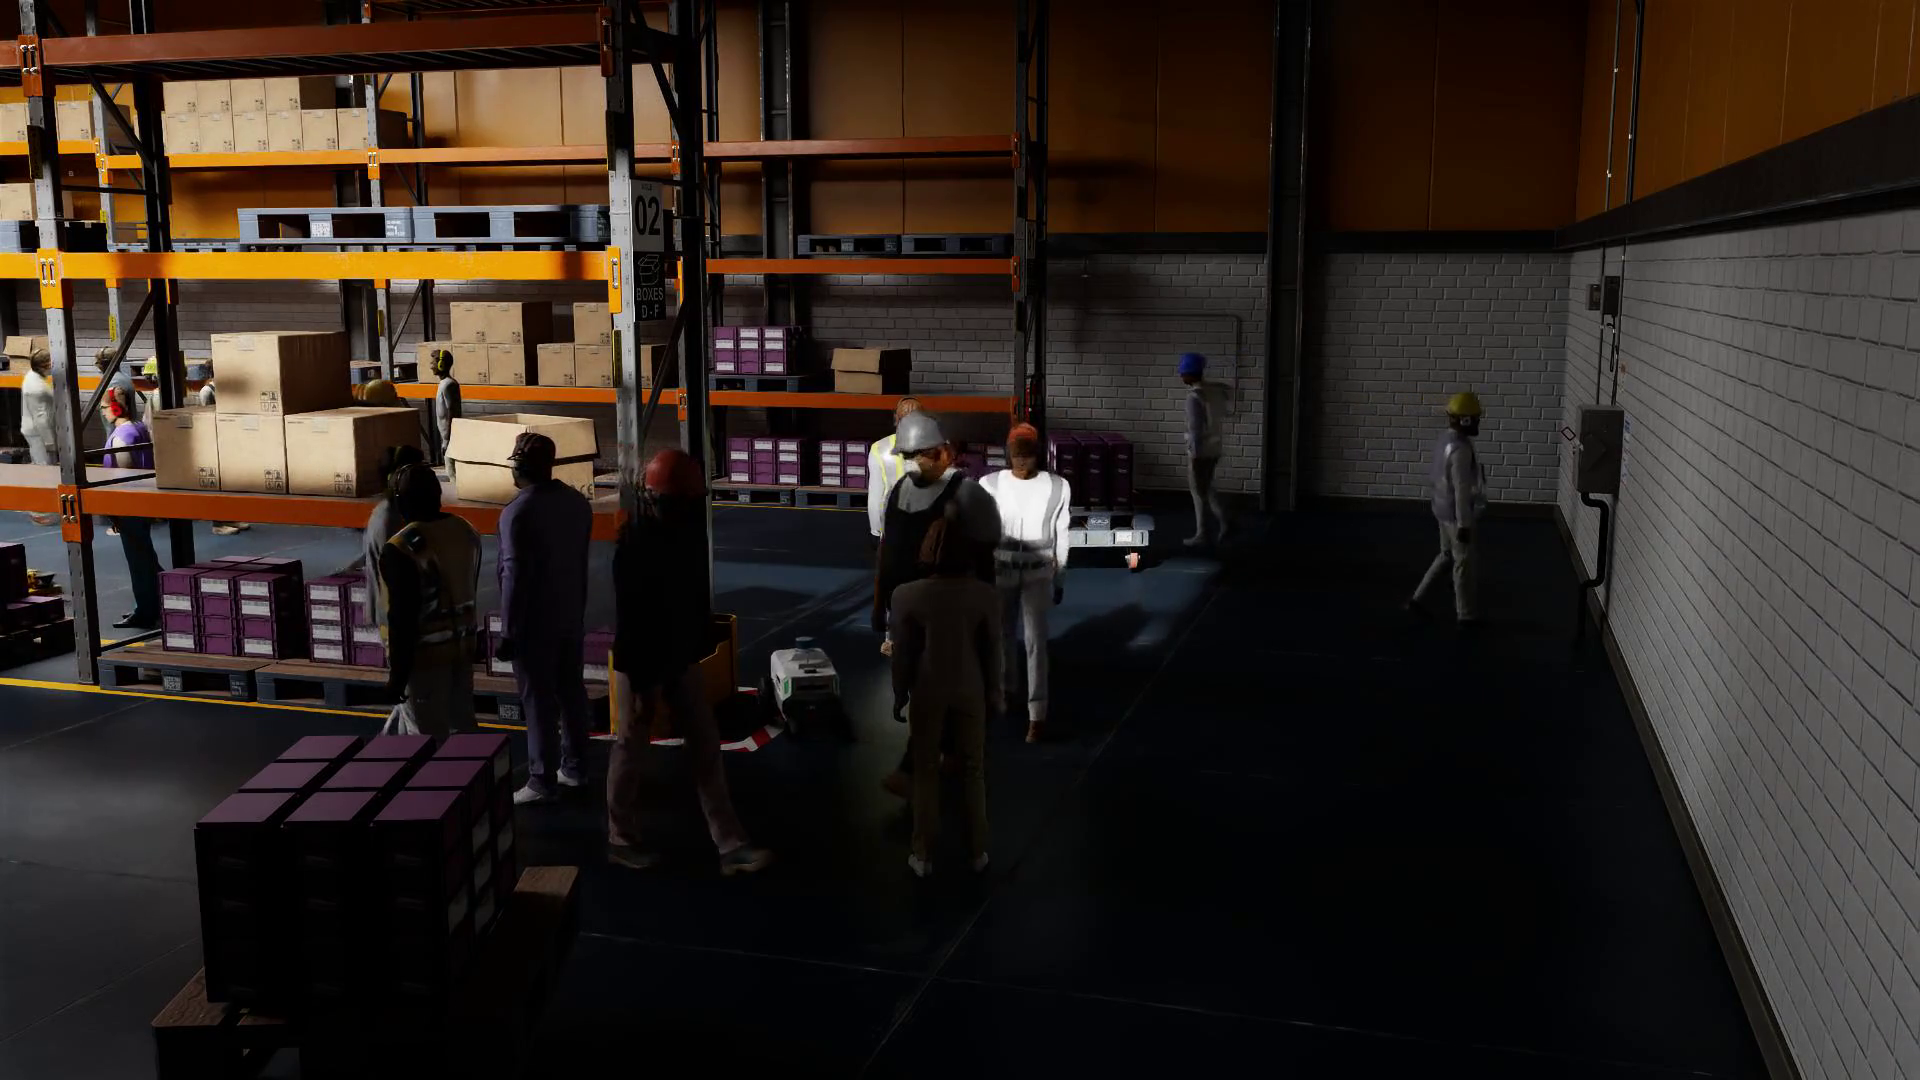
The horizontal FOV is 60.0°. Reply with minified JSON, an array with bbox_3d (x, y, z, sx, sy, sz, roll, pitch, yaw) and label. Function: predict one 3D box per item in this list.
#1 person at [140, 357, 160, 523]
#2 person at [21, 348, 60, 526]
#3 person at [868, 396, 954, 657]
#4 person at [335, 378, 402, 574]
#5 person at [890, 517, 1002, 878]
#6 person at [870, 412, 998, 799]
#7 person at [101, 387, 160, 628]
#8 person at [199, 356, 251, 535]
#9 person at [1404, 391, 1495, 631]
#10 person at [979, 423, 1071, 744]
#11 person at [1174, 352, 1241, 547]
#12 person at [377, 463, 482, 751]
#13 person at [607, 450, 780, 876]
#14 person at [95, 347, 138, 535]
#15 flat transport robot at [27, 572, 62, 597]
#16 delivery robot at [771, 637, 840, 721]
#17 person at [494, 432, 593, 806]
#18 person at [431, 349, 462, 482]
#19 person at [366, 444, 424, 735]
[{"bbox_3d":[-8.466,-1.071,17.855,0.885,1.794,0.610,-2,9,-10],"label":"person"},{"bbox_3d":[-9.792,-1.097,17.738,0.383,1.900,0.793,-5,10,-27],"label":"person"},{"bbox_3d":[-0.351,-0.089,11.716,0.627,1.844,0.429,-3,10,-15],"label":"person"},{"bbox_3d":[-4.582,-0.304,12.864,0.668,1.903,0.594,0,9,1],"label":"person"},{"bbox_3d":[-0.062,0.710,7.477,0.500,1.633,0.280,-1,9,-5],"label":"person"},{"bbox_3d":[-0.240,0.312,8.665,0.695,2.000,0.965,9,13,42],"label":"person"},{"bbox_3d":[-6.321,-0.252,12.717,0.388,1.837,0.564,-2,10,-12],"label":"person"},{"bbox_3d":[-7.588,-0.980,17.134,0.345,1.847,0.507,0,9,1],"label":"person"},{"bbox_3d":[3.747,-0.218,12.594,0.547,1.833,0.607,0,9,2],"label":"person"},{"bbox_3d":[0.360,0.213,9.901,0.586,1.848,0.932,1,9,5],"label":"person"},{"bbox_3d":[2.382,-0.870,16.251,0.597,1.917,0.629,5,11,29],"label":"person"},{"bbox_3d":[-2.488,0.558,7.787,0.430,1.840,0.622,3,10,17],"label":"person"},{"bbox_3d":[-1.234,0.571,7.367,0.969,1.942,0.643,6,11,31],"label":"person"},{"bbox_3d":[-8.632,-1.015,17.085,0.374,1.933,0.627,-2,10,-13],"label":"person"},{"bbox_3d":[-8.213,0.361,13.745,1.431,0.197,0.652,4,10,24],"label":"flat transport robot"},{"bbox_3d":[-0.916,0.816,9.824,0.477,0.478,0.707,-2,10,-12],"label":"delivery robot"},{"bbox_3d":[-2.155,0.402,8.519,0.406,1.911,0.638,4,10,23],"label":"person"},{"bbox_3d":[-5.483,-1.104,17.817,0.319,1.870,0.521,-2,9,-11],"label":"person"},{"bbox_3d":[-2.825,0.430,8.513,0.447,1.857,0.580,-2,10,-14],"label":"person"}]
